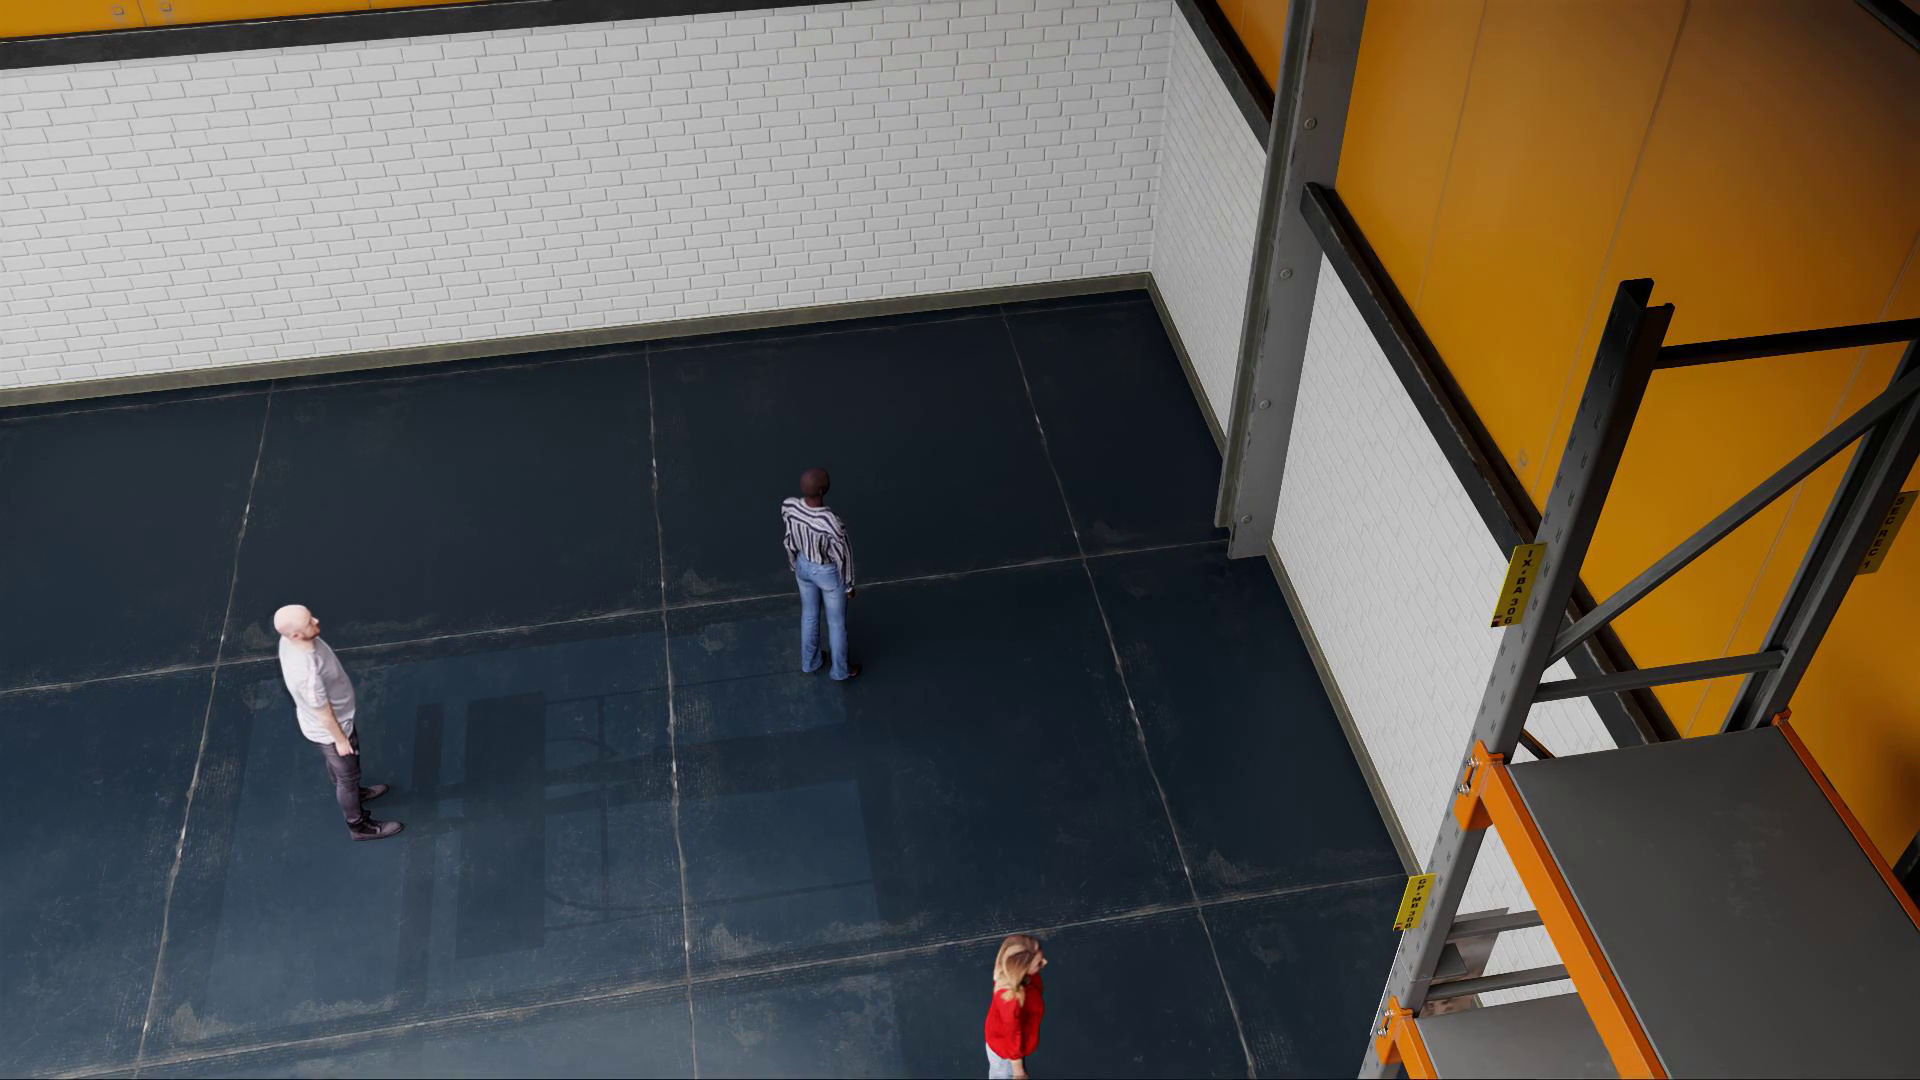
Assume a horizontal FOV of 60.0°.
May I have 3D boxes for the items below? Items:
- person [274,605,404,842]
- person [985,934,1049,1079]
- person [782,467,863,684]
[{"bbox_3d":[-3.682,1.039,9.695,0.787,1.830,0.611,-19,47,-19],"label":"person"},{"bbox_3d":[0.253,2.476,8.278,0.720,1.704,0.529,2,44,2],"label":"person"},{"bbox_3d":[-0.879,0.235,10.563,0.692,1.796,0.731,21,48,21],"label":"person"}]
